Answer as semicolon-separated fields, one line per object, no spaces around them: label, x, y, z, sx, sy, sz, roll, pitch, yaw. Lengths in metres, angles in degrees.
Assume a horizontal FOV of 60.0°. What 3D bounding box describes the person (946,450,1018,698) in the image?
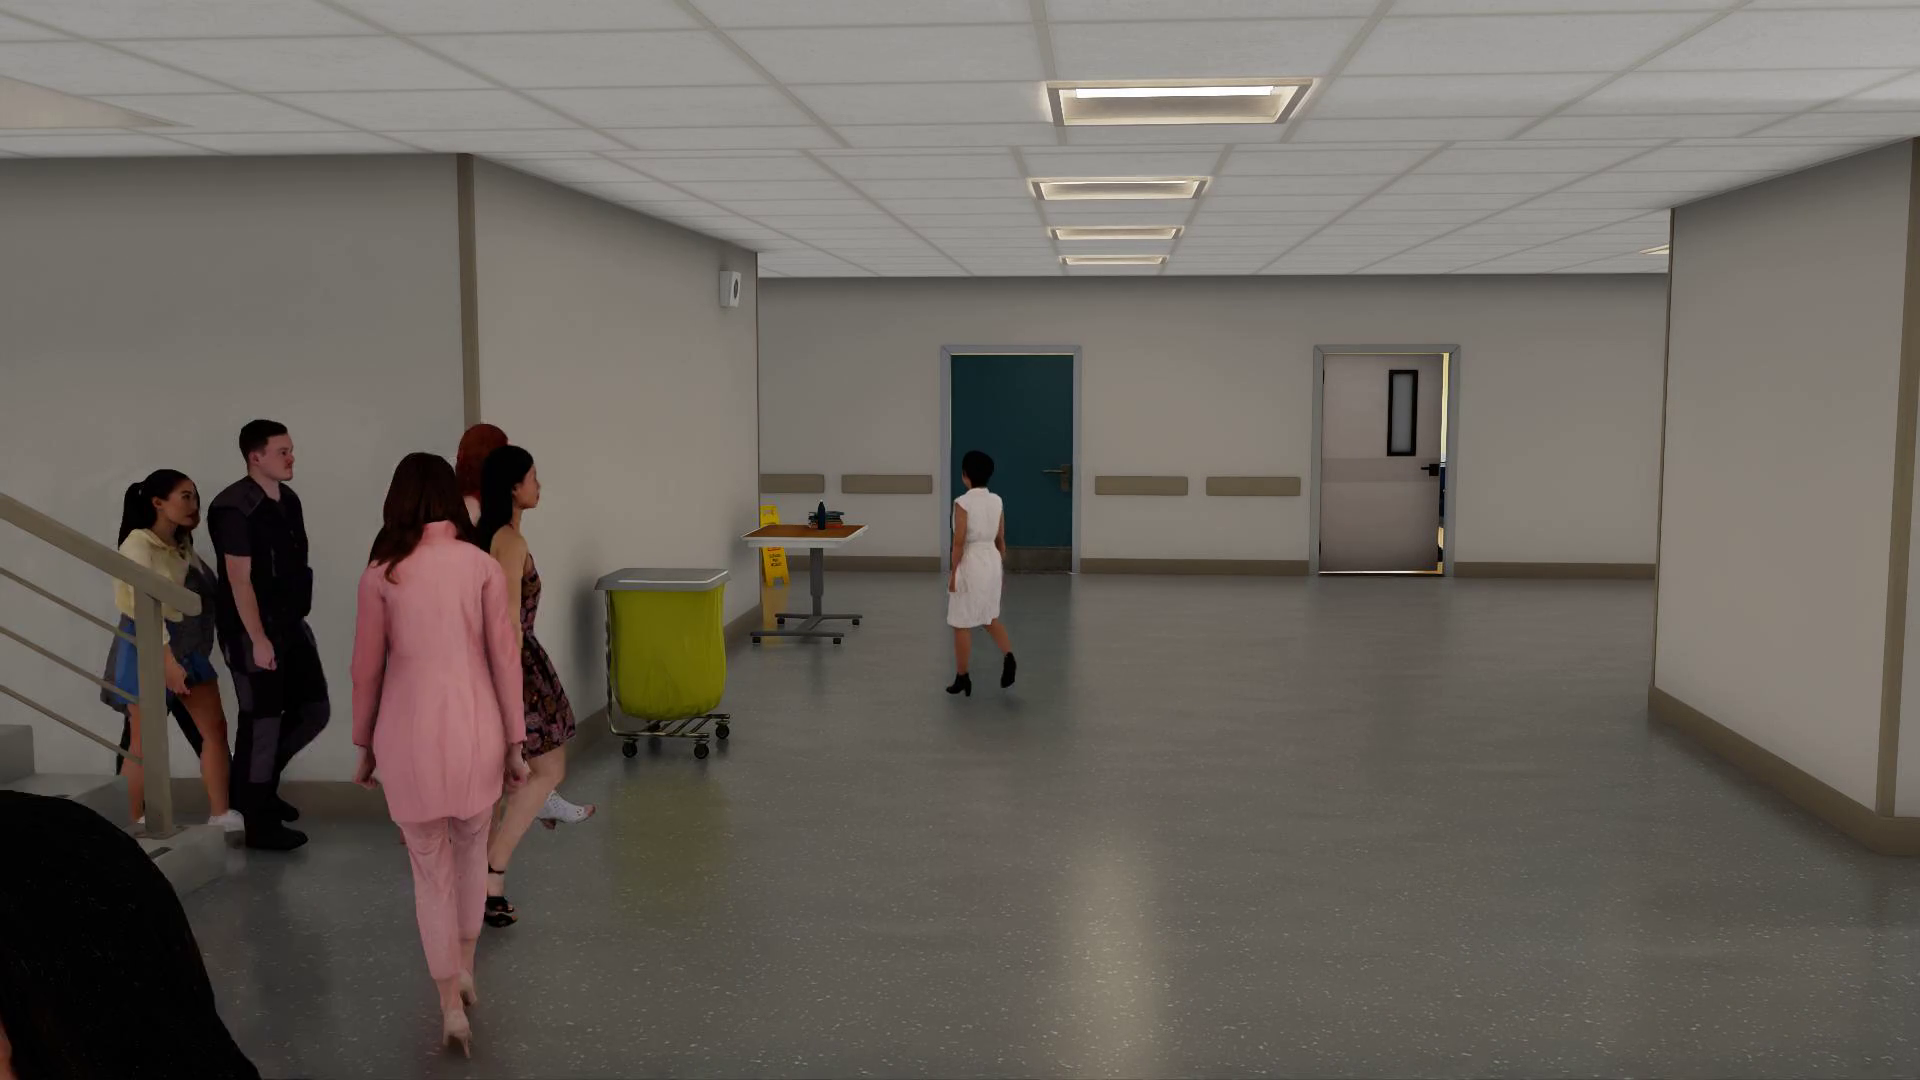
person;0.142;0.221;10.329;0.811;1.547;0.876;-5;8;-41

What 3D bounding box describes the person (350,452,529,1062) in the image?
person;-1.517;0.652;4.878;0.836;1.781;0.879;-2;6;-22

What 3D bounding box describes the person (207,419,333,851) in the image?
person;-3.036;0.405;7.078;0.695;1.833;0.758;1;6;6

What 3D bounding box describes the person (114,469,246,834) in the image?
person;-3.491;0.515;7.097;0.846;1.609;0.666;1;6;10

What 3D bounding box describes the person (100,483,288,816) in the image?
person;-3.523;0.525;7.196;0.978;1.570;0.674;0;6;0

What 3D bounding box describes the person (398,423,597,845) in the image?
person;-2.175;0.433;7.030;1.120;1.786;0.827;-1;6;-12

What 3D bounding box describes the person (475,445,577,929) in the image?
person;-1.725;0.554;5.968;0.871;1.759;0.811;-4;7;-36
